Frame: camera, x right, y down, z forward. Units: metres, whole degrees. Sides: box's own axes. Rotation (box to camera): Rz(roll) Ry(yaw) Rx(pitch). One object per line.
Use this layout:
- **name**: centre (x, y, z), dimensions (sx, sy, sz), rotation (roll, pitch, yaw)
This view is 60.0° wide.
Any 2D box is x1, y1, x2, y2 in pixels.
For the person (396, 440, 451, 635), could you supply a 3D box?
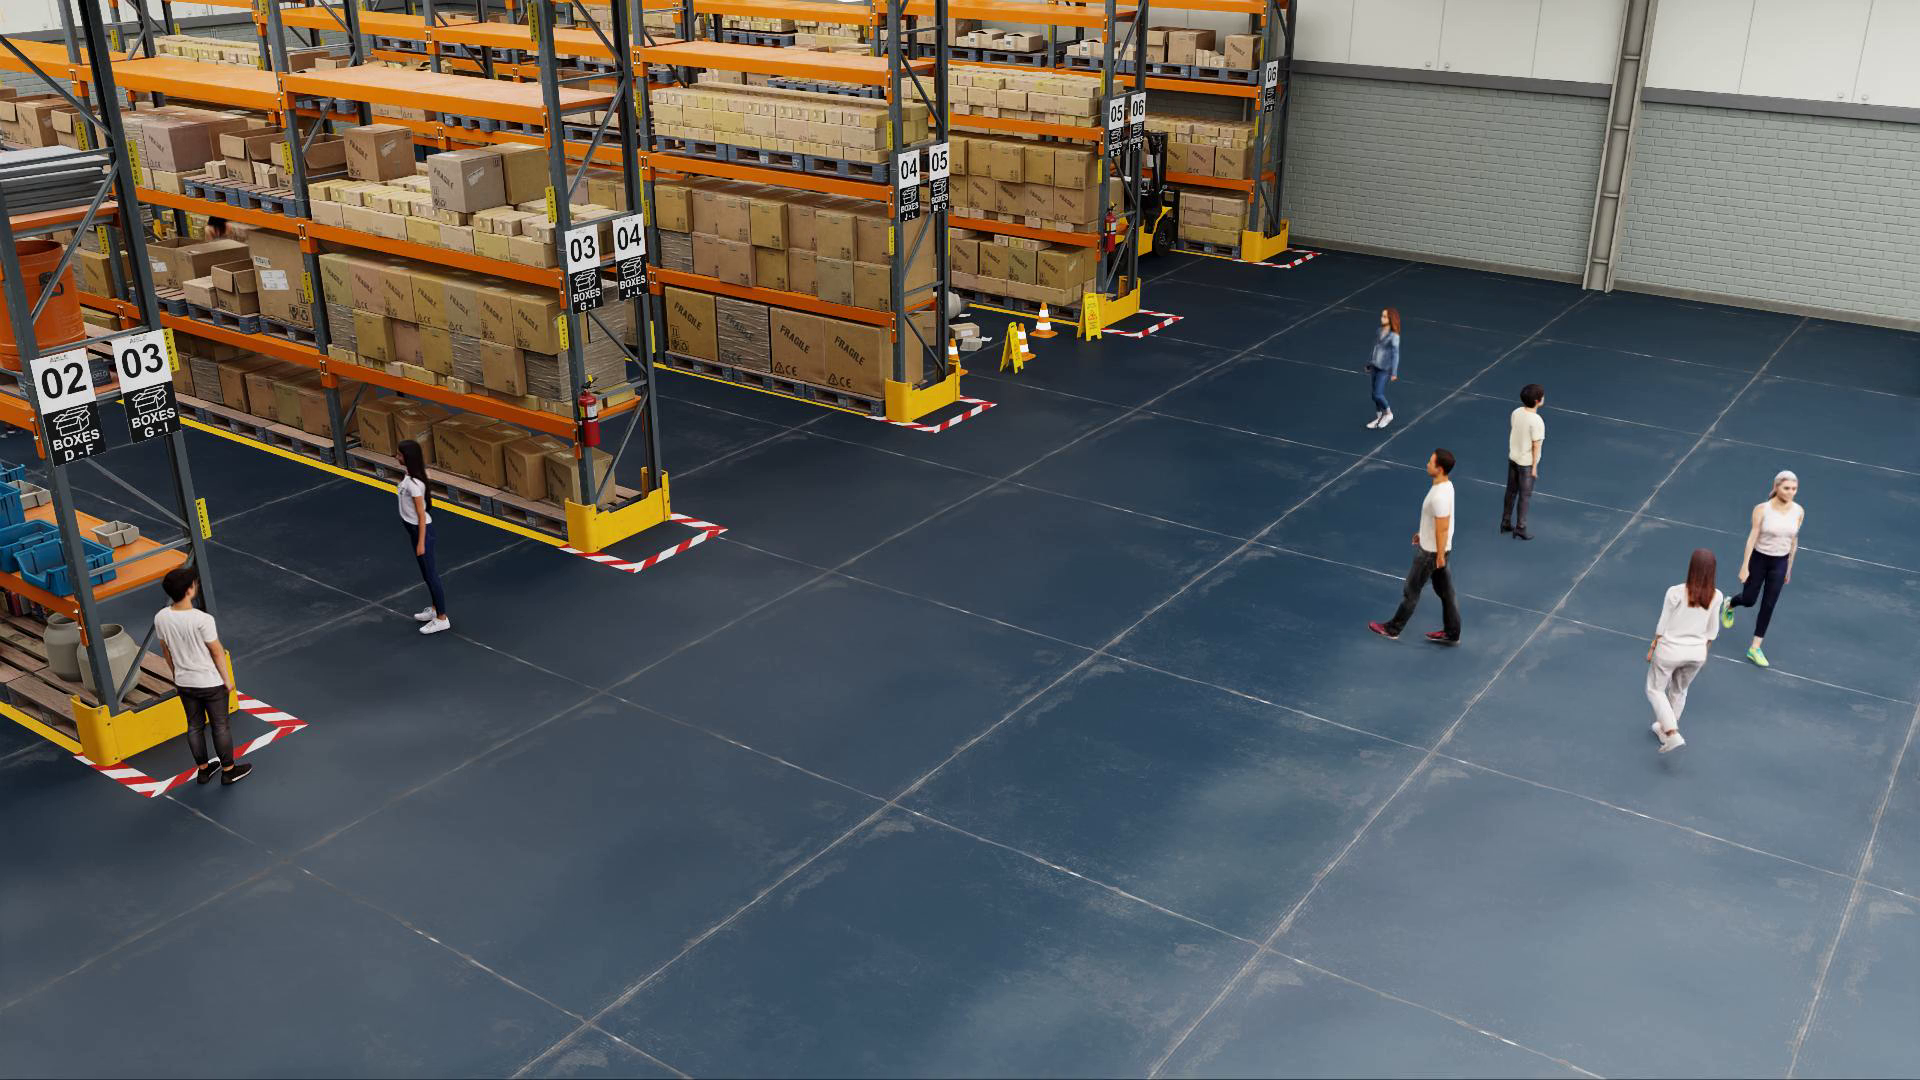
- **person**: centre (-4.722, -0.045, 14.614), dimensions (0.729, 1.775, 0.630), rotation (-8, 24, -19)

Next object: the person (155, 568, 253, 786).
- **person**: centre (-5.600, 0.998, 12.229), dimensions (0.621, 1.722, 0.759), rotation (4, 23, 10)

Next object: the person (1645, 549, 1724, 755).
- **person**: centre (5.464, 0.866, 12.596), dimensions (0.917, 1.678, 0.956), rotation (-1, 23, -3)

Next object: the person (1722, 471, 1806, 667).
- **person**: centre (6.833, 0.186, 14.181), dimensions (1.005, 1.688, 1.010), rotation (-1, 23, -3)

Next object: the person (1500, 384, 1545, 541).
- **person**: centre (5.629, -0.789, 16.604), dimensions (0.714, 1.587, 0.610), rotation (-8, 24, -18)

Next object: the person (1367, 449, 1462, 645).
- **person**: centre (4.178, 0.093, 14.294), dimensions (1.083, 1.772, 0.797), rotation (9, 25, 21)

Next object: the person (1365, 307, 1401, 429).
- **person**: centre (5.059, -2.031, 19.678), dimensions (0.731, 1.467, 0.658), rotation (-7, 24, -16)
